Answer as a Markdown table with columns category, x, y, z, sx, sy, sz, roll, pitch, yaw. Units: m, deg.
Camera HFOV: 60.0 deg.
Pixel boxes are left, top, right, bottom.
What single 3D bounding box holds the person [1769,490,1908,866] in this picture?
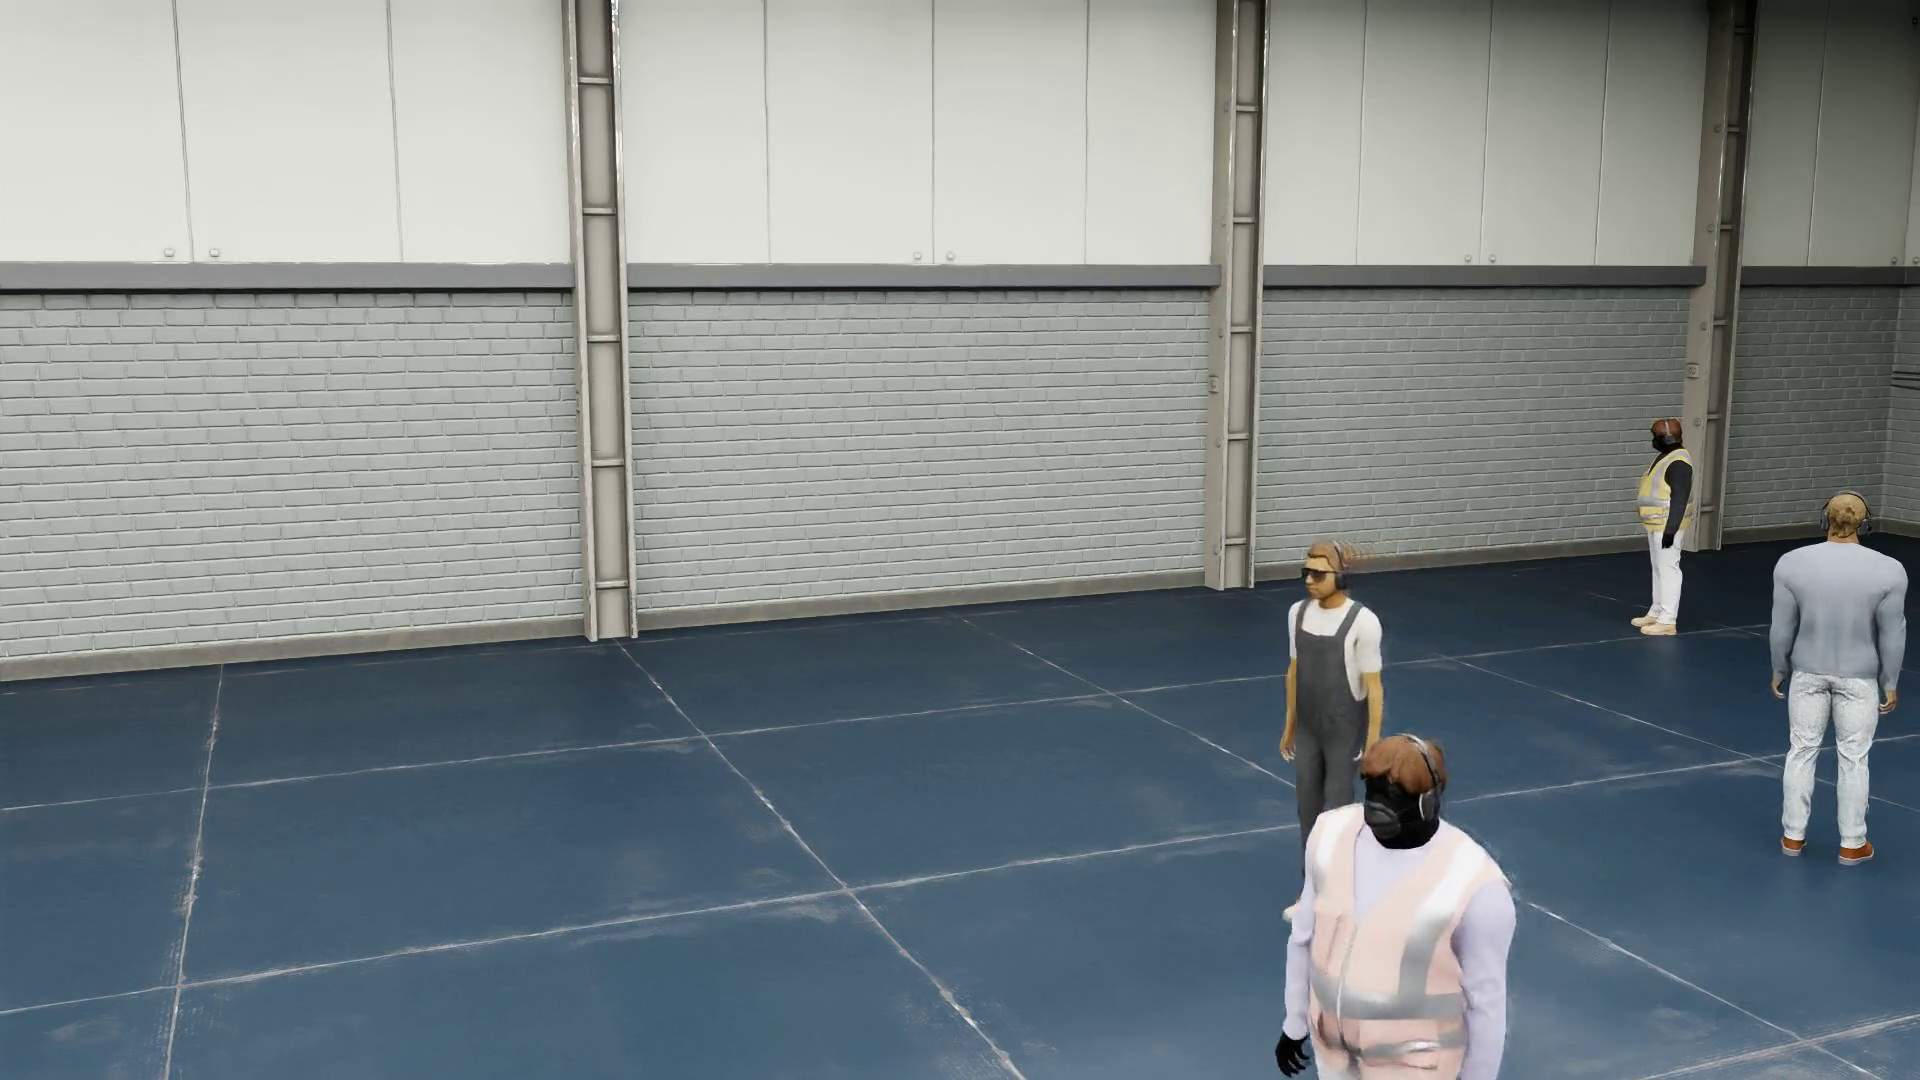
| category | x | y | z | sx | sy | sz | roll | pitch | yaw |
| --- | --- | --- | --- | --- | --- | --- | --- | --- | --- |
| person | 4.518 | 0.706 | 8.600 | 0.627 | 1.940 | 0.372 | 7 | 11 | 37 |

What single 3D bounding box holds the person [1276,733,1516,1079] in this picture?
| category | x | y | z | sx | sy | sz | roll | pitch | yaw |
| --- | --- | --- | --- | --- | --- | --- | --- | --- | --- |
| person | 1.240 | 1.398 | 4.669 | 0.862 | 1.818 | 0.621 | -7 | 11 | -38 |

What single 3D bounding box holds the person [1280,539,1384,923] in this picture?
| category | x | y | z | sx | sy | sz | roll | pitch | yaw |
| --- | --- | --- | --- | --- | --- | --- | --- | --- | --- |
| person | 1.799 | 0.886 | 7.831 | 0.570 | 1.831 | 0.517 | -7 | 11 | -36 |

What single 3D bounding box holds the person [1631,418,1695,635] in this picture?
| category | x | y | z | sx | sy | sz | roll | pitch | yaw |
| --- | --- | --- | --- | --- | --- | --- | --- | --- | --- |
| person | 5.955 | -0.115 | 14.087 | 0.429 | 1.838 | 0.621 | 2 | 9 | 11 |
